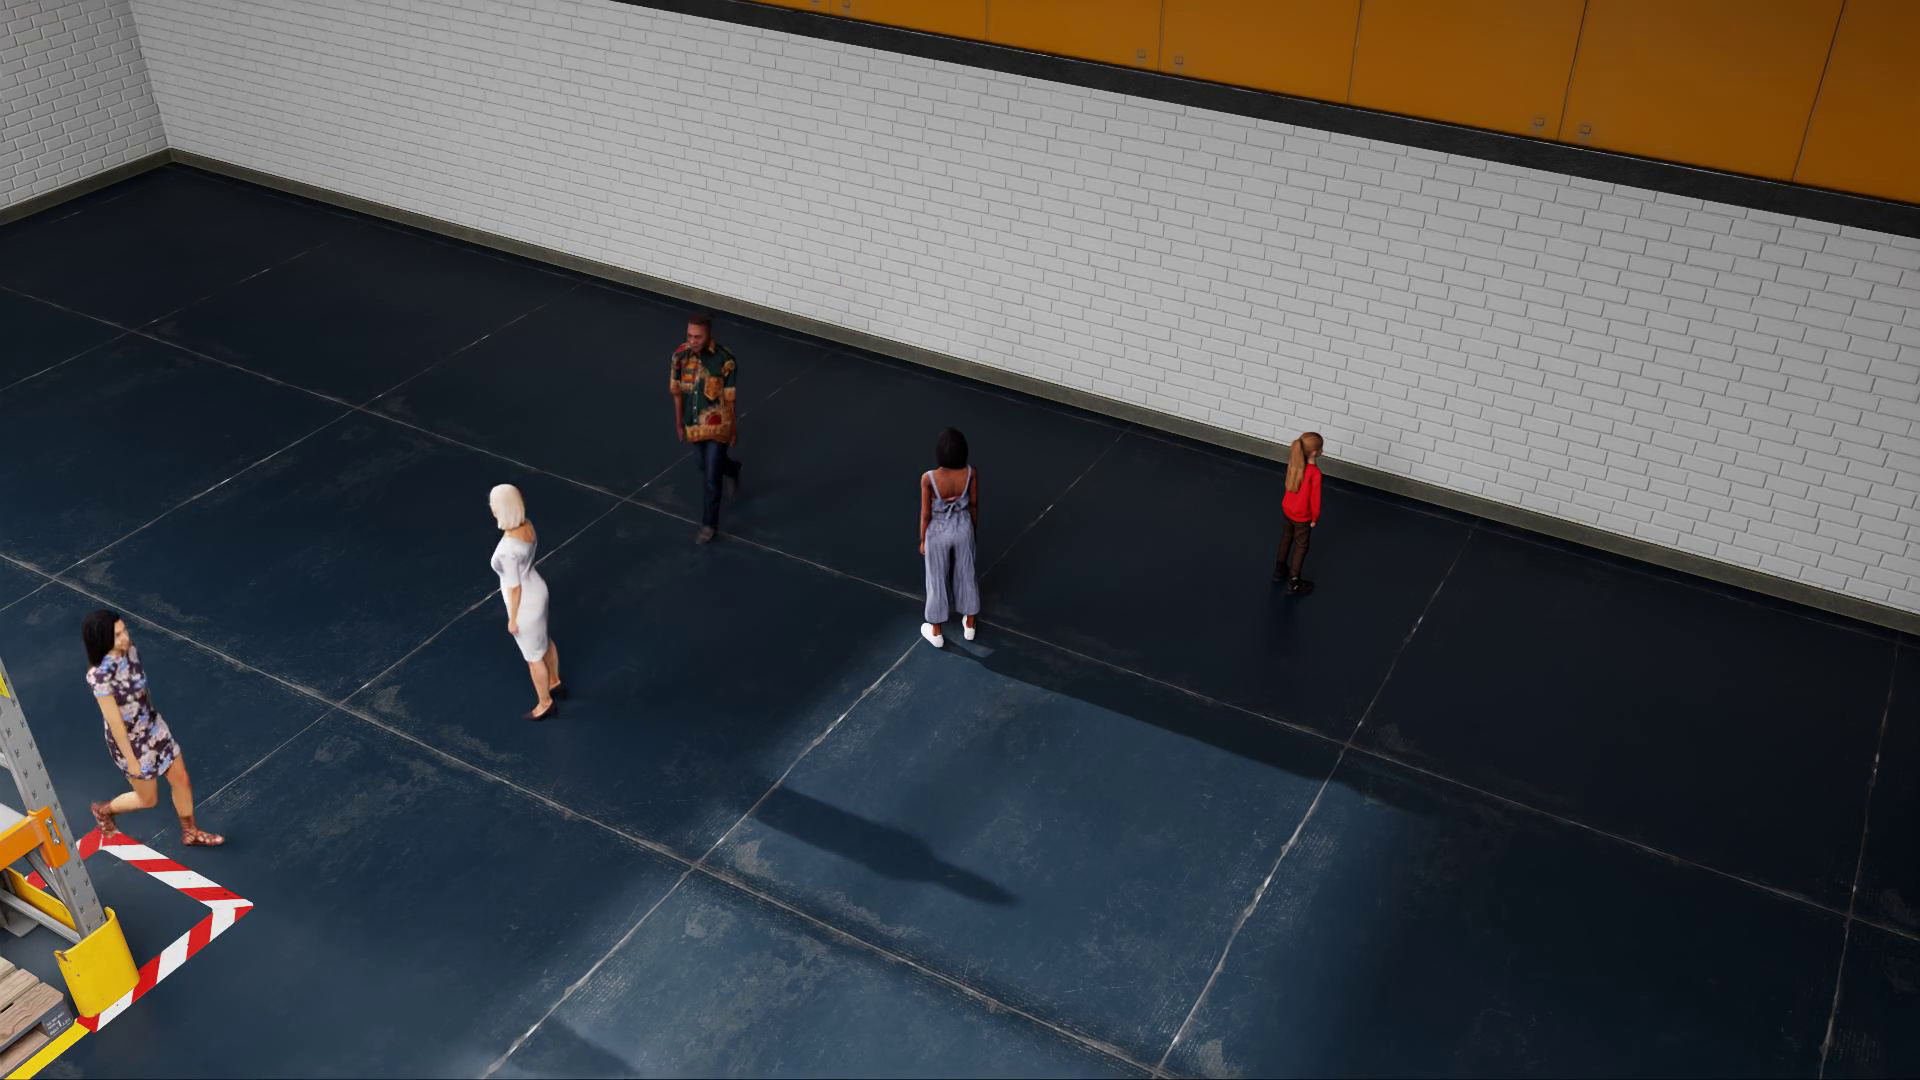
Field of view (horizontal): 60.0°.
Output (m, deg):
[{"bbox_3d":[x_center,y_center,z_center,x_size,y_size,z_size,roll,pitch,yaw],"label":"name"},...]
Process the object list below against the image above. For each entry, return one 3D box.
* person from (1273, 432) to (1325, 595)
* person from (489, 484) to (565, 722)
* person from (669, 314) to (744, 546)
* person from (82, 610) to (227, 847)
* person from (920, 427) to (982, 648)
[{"bbox_3d":[2.447,-0.215,11.977,0.608,1.282,0.565,-15,37,-22],"label":"person"},{"bbox_3d":[-2.766,0.396,10.634,0.698,1.751,0.587,2,34,2],"label":"person"},{"bbox_3d":[-1.859,-0.908,12.566,0.814,1.784,1.158,11,35,17],"label":"person"},{"bbox_3d":[-4.790,1.145,9.544,0.868,1.711,0.968,4,34,5],"label":"person"},{"bbox_3d":[-0.065,-0.021,11.312,0.647,1.696,0.715,-10,35,-15],"label":"person"}]
